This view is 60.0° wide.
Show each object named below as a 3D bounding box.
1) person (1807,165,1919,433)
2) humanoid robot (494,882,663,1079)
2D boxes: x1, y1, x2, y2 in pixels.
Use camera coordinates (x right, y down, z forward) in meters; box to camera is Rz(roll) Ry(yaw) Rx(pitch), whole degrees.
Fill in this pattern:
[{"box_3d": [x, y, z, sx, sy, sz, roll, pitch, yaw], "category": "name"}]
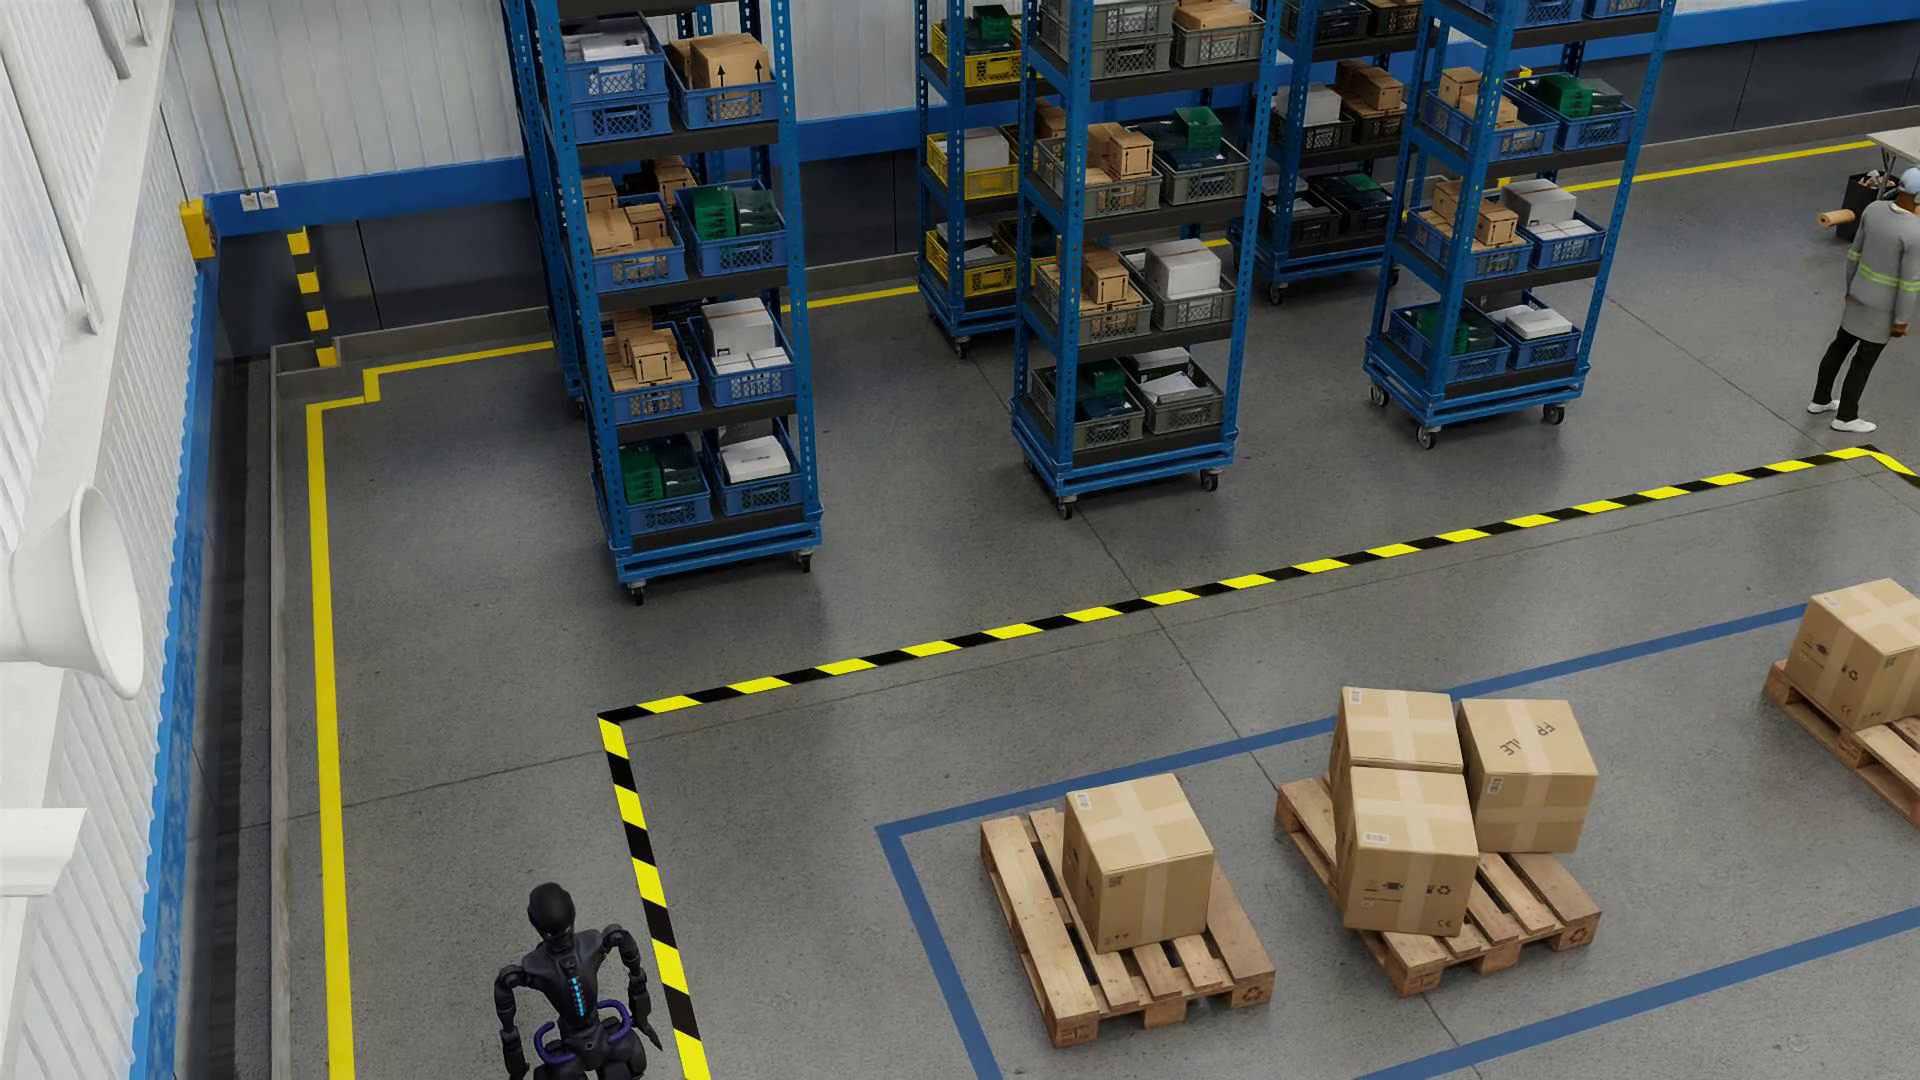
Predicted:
[{"box_3d": [6.032, -1.581, 10.923, 0.371, 1.852, 0.588, -8, 36, -11], "category": "person"}, {"box_3d": [-1.394, 1.892, 6.137, 0.599, 1.659, 0.315, -18, 39, -23], "category": "humanoid robot"}]
